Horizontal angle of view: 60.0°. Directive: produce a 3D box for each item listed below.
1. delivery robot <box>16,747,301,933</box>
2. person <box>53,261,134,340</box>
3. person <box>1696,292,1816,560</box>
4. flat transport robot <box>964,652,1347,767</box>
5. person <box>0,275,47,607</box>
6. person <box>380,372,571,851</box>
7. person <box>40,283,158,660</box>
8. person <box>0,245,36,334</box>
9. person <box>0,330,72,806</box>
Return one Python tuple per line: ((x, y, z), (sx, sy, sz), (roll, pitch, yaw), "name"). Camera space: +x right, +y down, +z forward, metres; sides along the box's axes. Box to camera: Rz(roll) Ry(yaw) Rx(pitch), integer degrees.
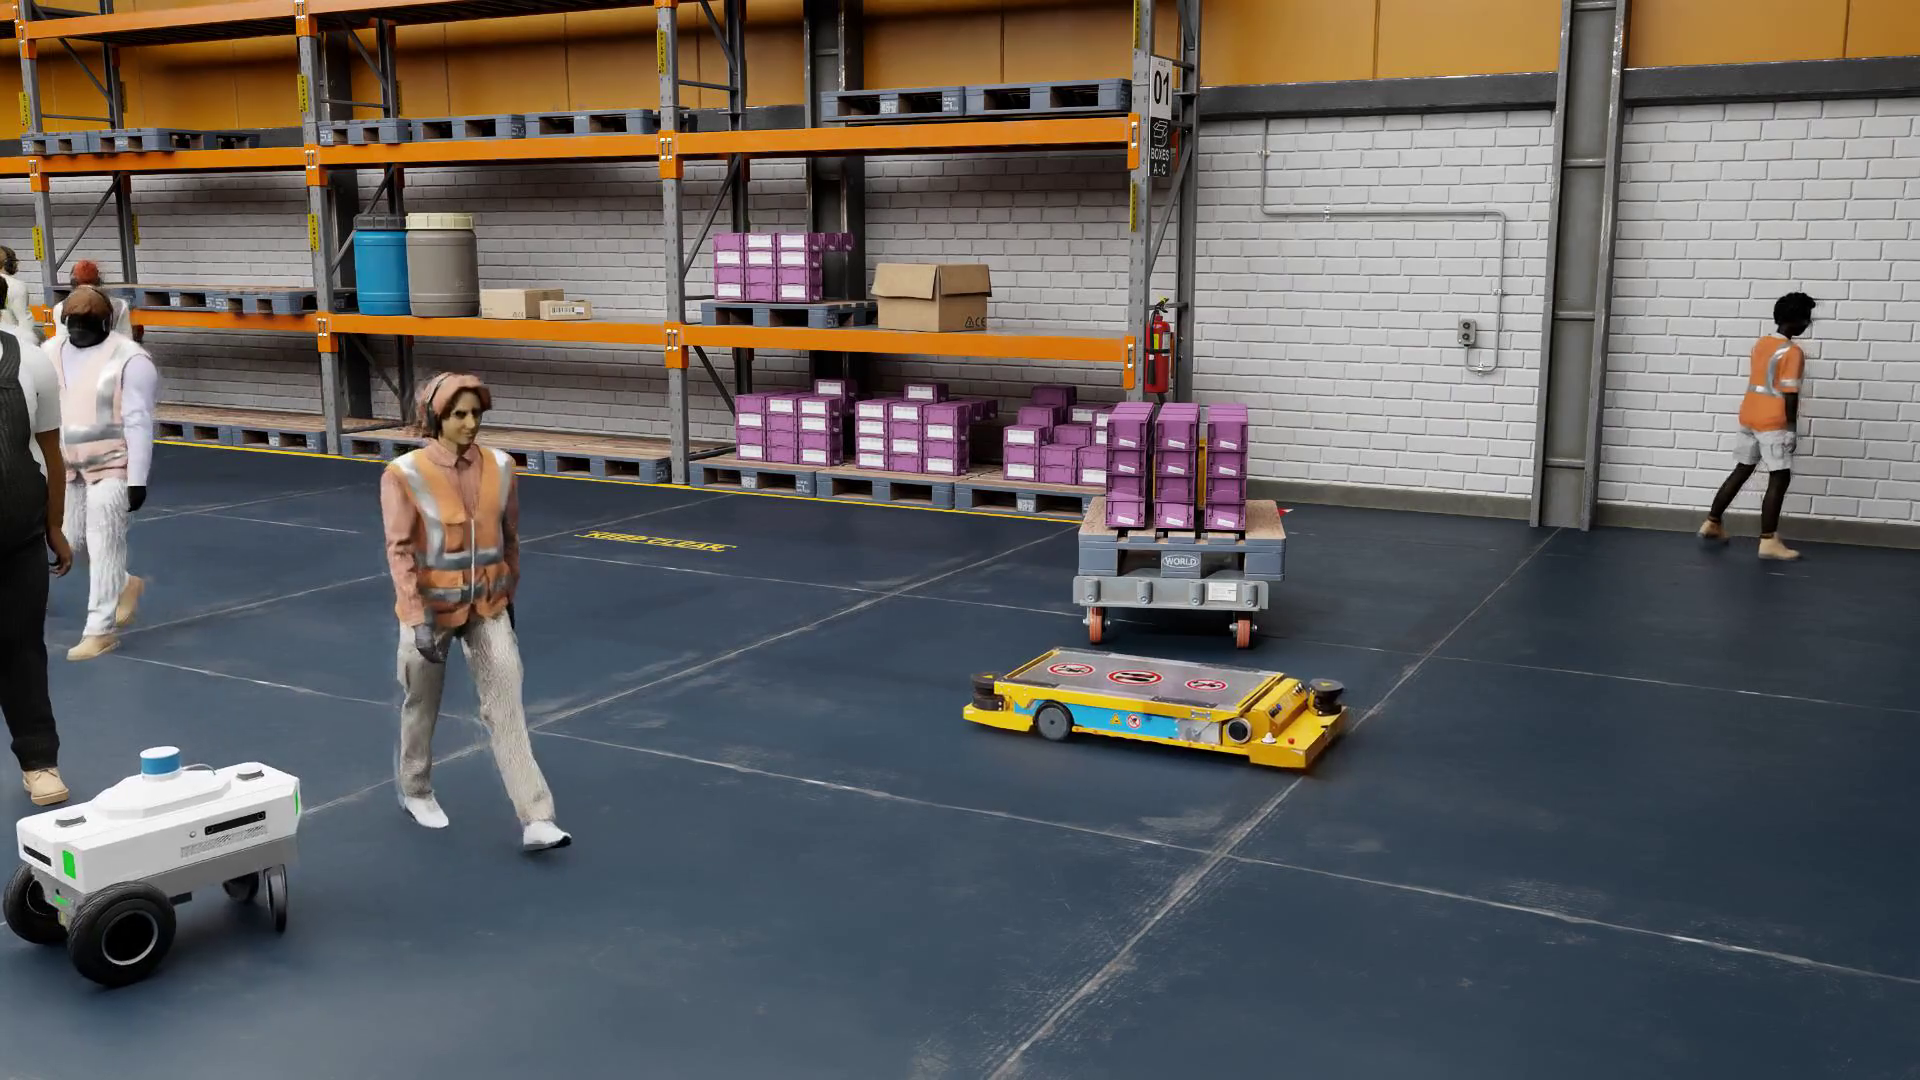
((-2.285, 0.839, 4.791), (0.477, 0.478, 0.707), (8, 13, 39), "delivery robot")
((-7.095, -1.372, 13.702), (0.585, 1.833, 1.006), (-6, 12, -31), "person")
((5.084, -0.731, 10.579), (0.478, 1.677, 0.713), (0, 10, -1), "person")
((0.797, 0.659, 6.807), (1.431, 0.197, 0.652), (5, 11, 26), "flat transport robot")
((-5.151, -0.520, 8.949), (0.400, 1.881, 0.552), (3, 11, 18), "person")
((-1.647, 0.245, 5.485), (0.894, 1.585, 0.524), (10, 14, 44), "person")
((-4.175, -0.343, 8.118), (0.663, 1.810, 0.584), (2, 11, 11), "person")
((-8.959, -1.796, 15.695), (0.627, 1.941, 0.371), (4, 11, 19), "person")
((-3.451, -0.038, 5.782), (0.673, 2.000, 0.536), (-7, 12, -34), "person")
